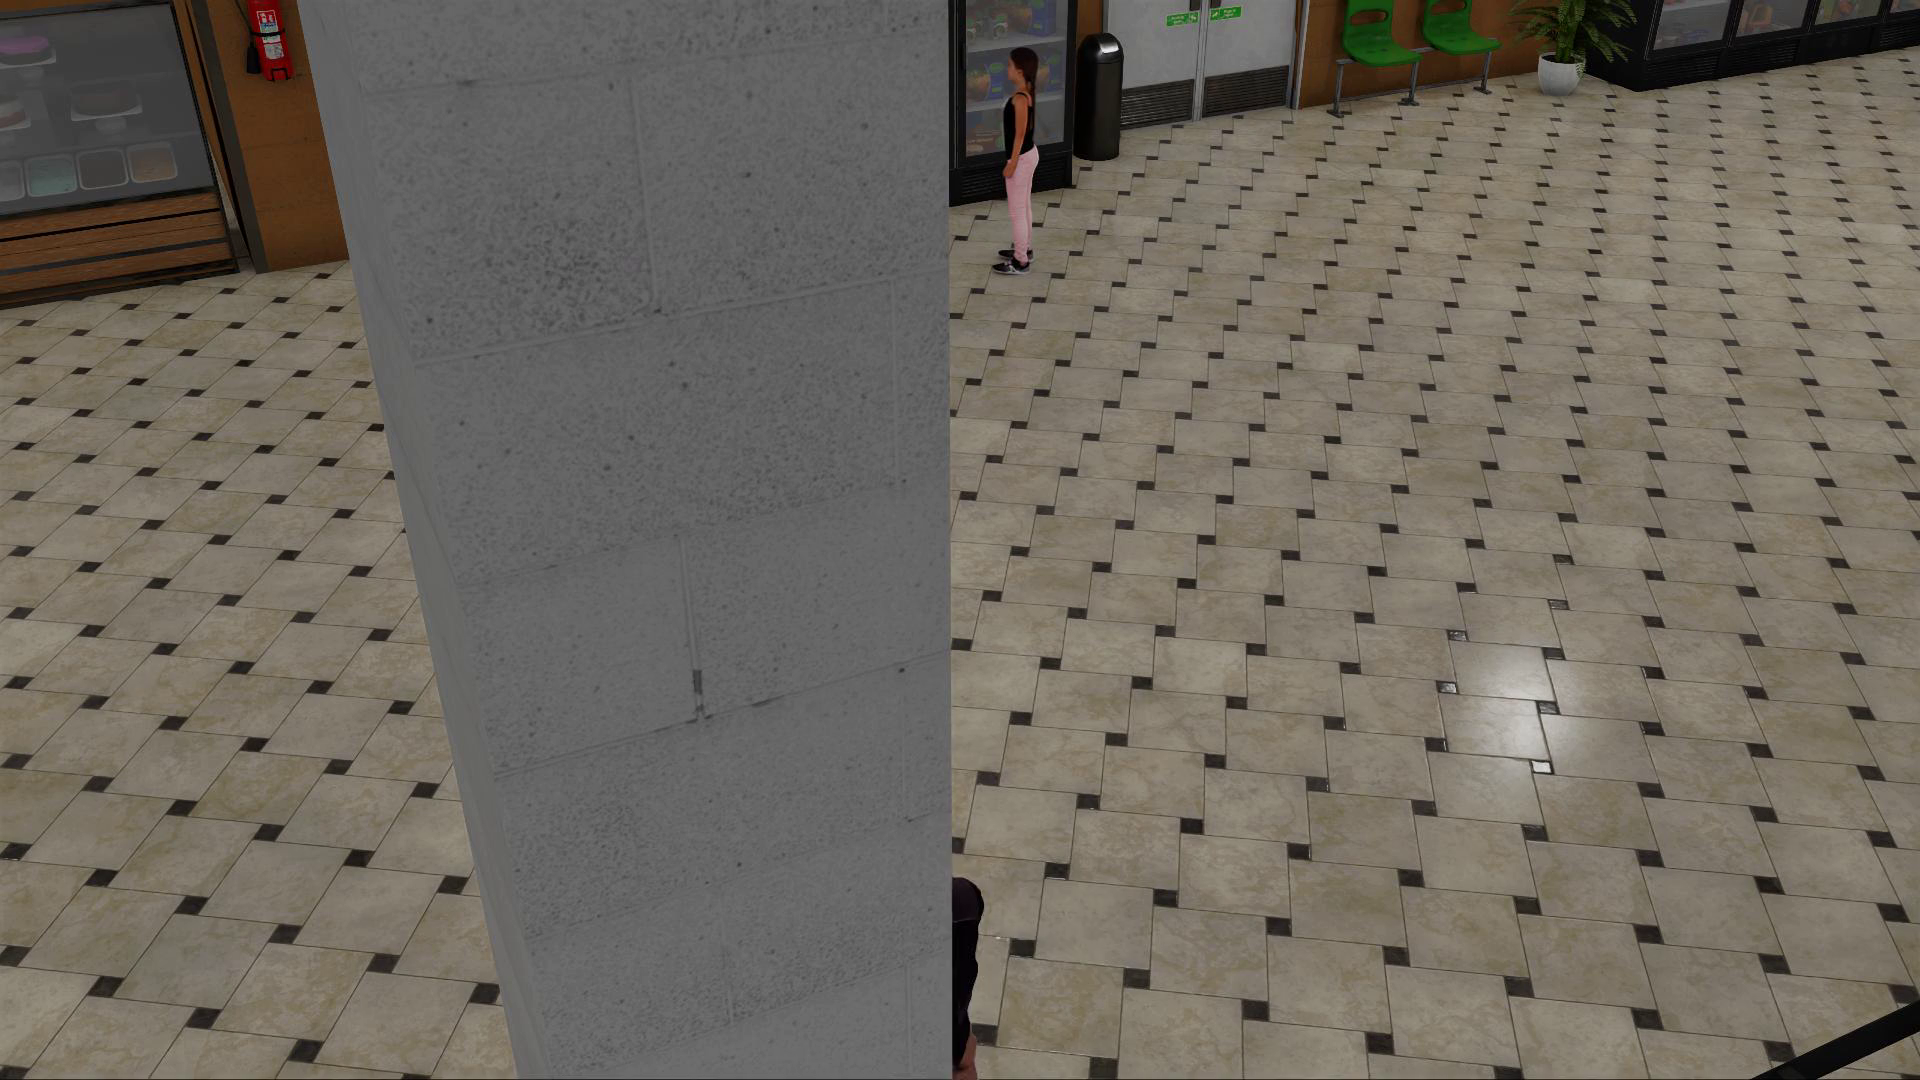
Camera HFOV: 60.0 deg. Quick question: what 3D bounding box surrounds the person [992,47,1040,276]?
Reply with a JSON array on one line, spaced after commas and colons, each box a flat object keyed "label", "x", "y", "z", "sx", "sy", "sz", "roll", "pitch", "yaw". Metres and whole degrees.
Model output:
[{"label": "person", "x": 0.416, "y": -2.606, "z": 11.420, "sx": 0.677, "sy": 1.566, "sz": 0.604, "roll": 7, "pitch": 33, "yaw": 11}]
